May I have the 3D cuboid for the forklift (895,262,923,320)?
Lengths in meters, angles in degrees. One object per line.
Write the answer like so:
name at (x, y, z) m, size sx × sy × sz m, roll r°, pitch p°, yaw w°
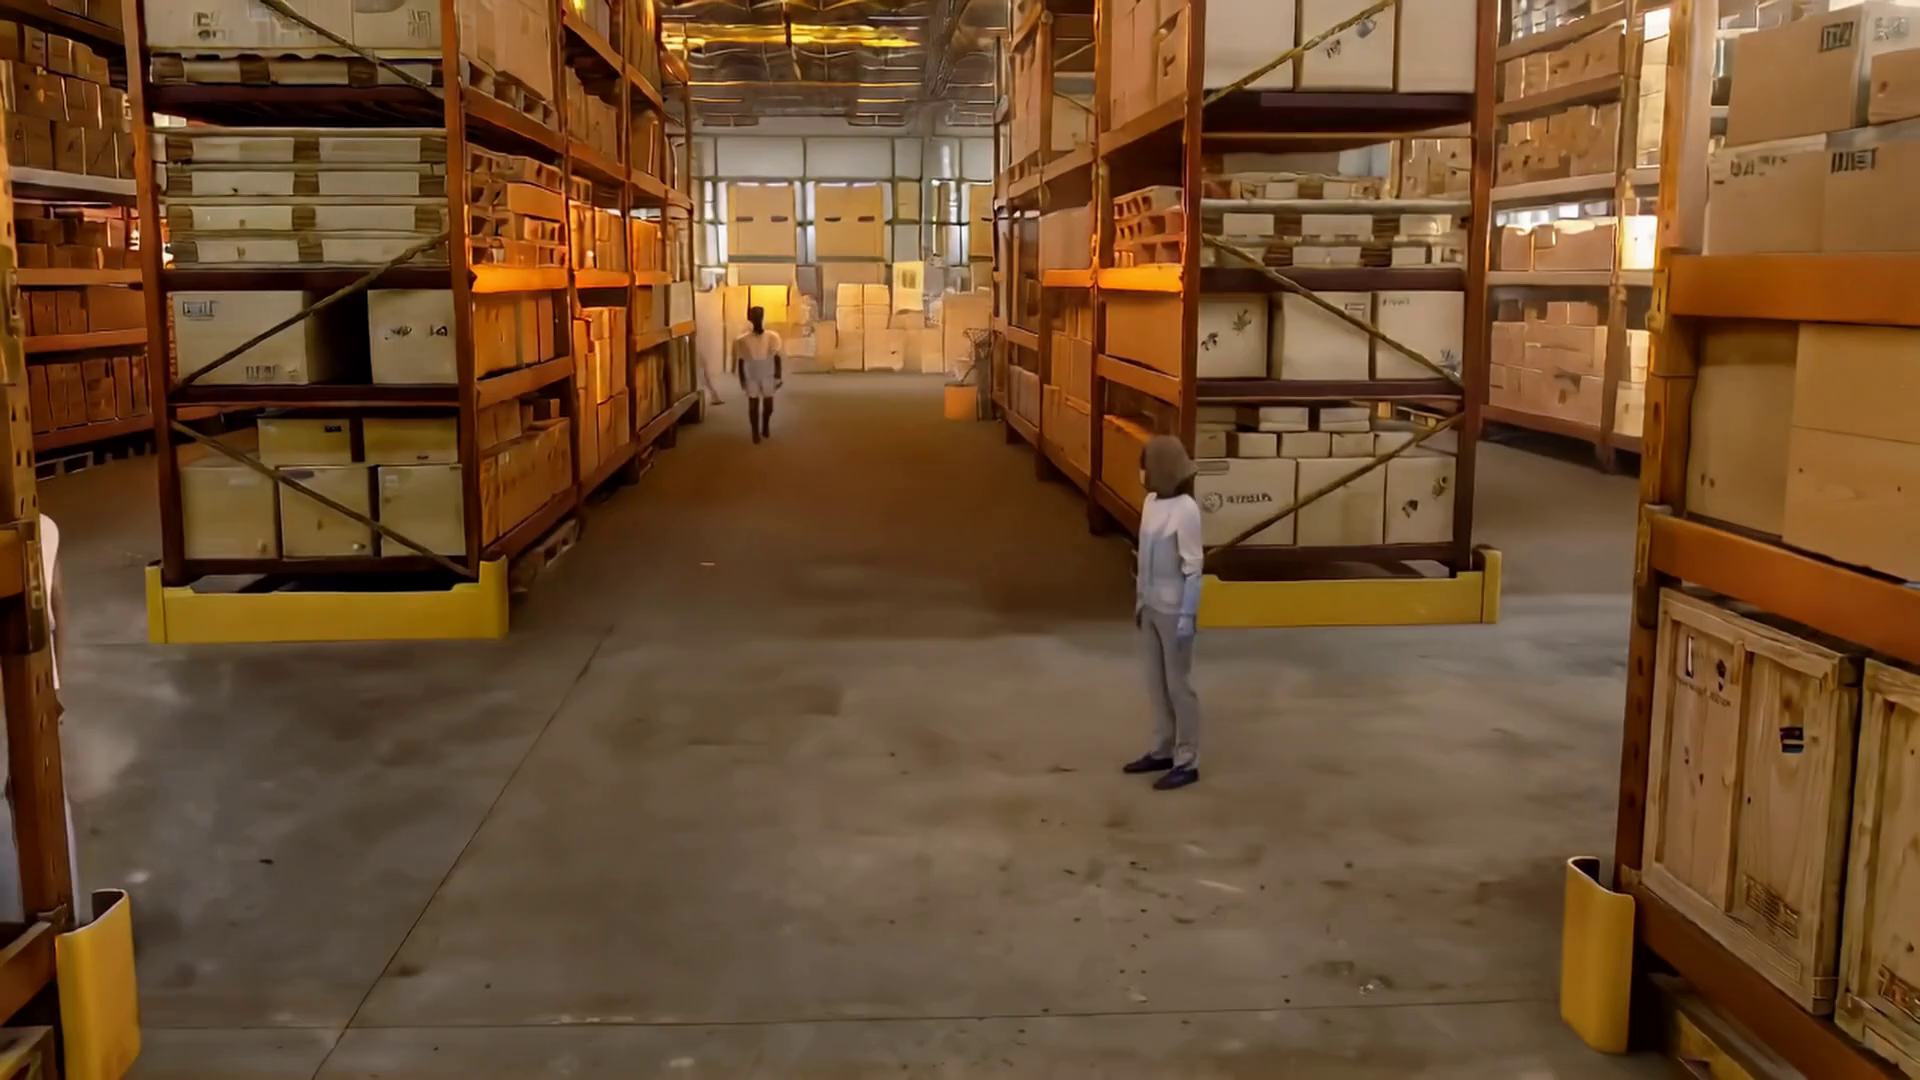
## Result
forklift at (-1.894, -8.807, 61.131) m, size 1.129 × 2.768 × 1.873 m, roll -1°, pitch 9°, yaw -4°

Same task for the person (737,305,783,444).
person at (-2.813, -2.333, 23.398) m, size 0.629 × 1.947 × 0.552 m, roll -1°, pitch 9°, yaw -9°

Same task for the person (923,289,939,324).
person at (-1.011, -7.276, 54.614) m, size 0.867 × 1.888 × 0.651 m, roll 4°, pitch 10°, yaw 24°

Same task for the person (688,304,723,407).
person at (-4.699, -3.266, 29.564) m, size 1.016 × 1.852 × 0.645 m, roll -2°, pitch 9°, yaw -11°

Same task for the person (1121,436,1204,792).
person at (0.939, 0.334, 7.637) m, size 0.276 × 1.631 × 0.507 m, roll -3°, pitch 10°, yaw -19°

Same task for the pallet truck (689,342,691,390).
pallet truck at (-5.225, -3.008, 27.480) m, size 1.885 × 1.965 × 0.823 m, roll 2°, pitch 9°, yaw 14°

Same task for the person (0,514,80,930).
person at (-3.262, 0.548, 5.637) m, size 0.373 × 1.840 × 0.570 m, roll 3°, pitch 10°, yaw 19°

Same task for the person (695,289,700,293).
person at (-10.211, -8.698, 63.811) m, size 0.621 × 1.821 × 0.563 m, roll 2°, pitch 9°, yaw 10°
